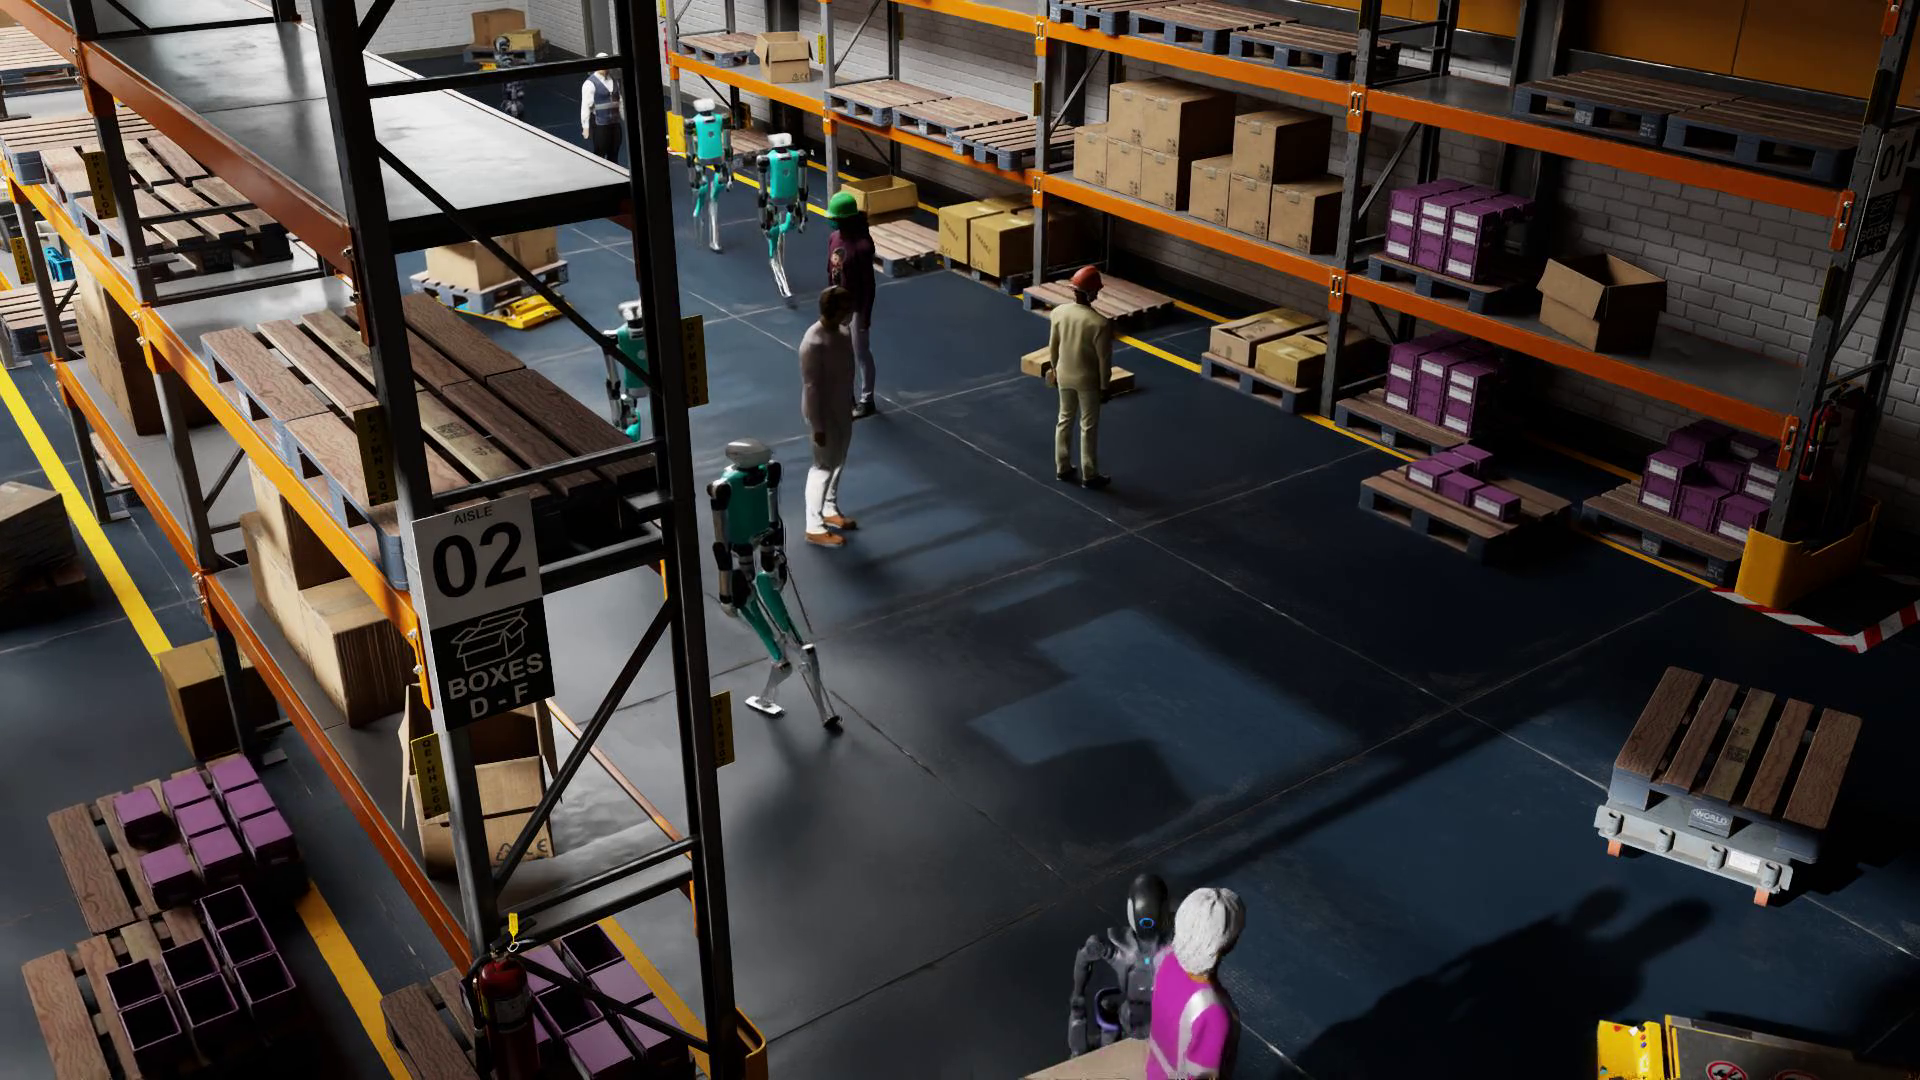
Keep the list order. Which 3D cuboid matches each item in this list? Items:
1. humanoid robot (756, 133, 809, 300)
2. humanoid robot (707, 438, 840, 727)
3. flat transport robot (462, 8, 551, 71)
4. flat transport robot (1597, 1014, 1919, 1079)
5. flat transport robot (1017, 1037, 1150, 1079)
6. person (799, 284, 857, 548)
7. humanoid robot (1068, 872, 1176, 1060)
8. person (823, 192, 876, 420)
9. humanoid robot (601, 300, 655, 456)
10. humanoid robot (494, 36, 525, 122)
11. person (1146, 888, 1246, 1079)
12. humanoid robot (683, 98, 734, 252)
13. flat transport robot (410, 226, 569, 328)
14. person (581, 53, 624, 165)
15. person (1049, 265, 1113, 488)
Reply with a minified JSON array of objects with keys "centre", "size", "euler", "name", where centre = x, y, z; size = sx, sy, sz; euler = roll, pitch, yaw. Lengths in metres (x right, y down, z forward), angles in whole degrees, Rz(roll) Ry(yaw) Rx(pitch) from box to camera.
[{"centre":[-1.844,-3.298,16.896],"size":[0.544,1.737,0.980],"euler":[-12,29,-23],"name":"humanoid robot"},{"centre":[-1.028,0.352,9.757],"size":[0.791,1.880,0.551],"euler":[19,32,32],"name":"humanoid robot"},{"centre":[-7.566,-7.958,27.817],"size":[0.659,0.231,1.431],"euler":[1,27,2],"name":"flat transport robot"},{"centre":[3.513,2.432,7.150],"size":[1.431,0.231,0.659],"euler":[8,28,16],"name":"flat transport robot"},{"centre":[0.541,2.961,6.097],"size":[1.431,0.231,0.659],"euler":[-13,29,-24],"name":"flat transport robot"},{"centre":[-0.938,-0.906,11.949],"size":[0.375,1.924,0.629],"euler":[10,28,20],"name":"person"},{"centre":[0.695,1.984,6.475],"size":[0.588,1.657,0.325],"euler":[0,27,0],"name":"humanoid robot"},{"centre":[-0.923,-1.989,14.075],"size":[0.496,1.948,0.420],"euler":[24,35,39],"name":"person"},{"centre":[-2.355,-0.970,12.314],"size":[0.549,1.812,0.776],"euler":[-9,28,-17],"name":"humanoid robot"},{"centre":[-5.989,-5.866,22.148],"size":[0.793,1.623,0.609],"euler":[-13,30,-25],"name":"humanoid robot"},{"centre":[0.842,2.066,6.182],"size":[0.863,1.817,0.561],"euler":[-9,28,-18],"name":"person"},{"centre":[-2.804,-3.956,18.357],"size":[0.548,1.902,0.725],"euler":[-12,29,-23],"name":"humanoid robot"},{"centre":[-4.715,-2.429,16.819],"size":[1.431,0.231,0.659],"euler":[15,31,28],"name":"flat transport robot"},{"centre":[-4.363,-5.110,20.498],"size":[0.450,1.754,0.762],"euler":[19,32,33],"name":"person"},{"centre":[0.947,-1.264,12.847],"size":[0.562,1.751,0.338],"euler":[21,34,36],"name":"person"}]
